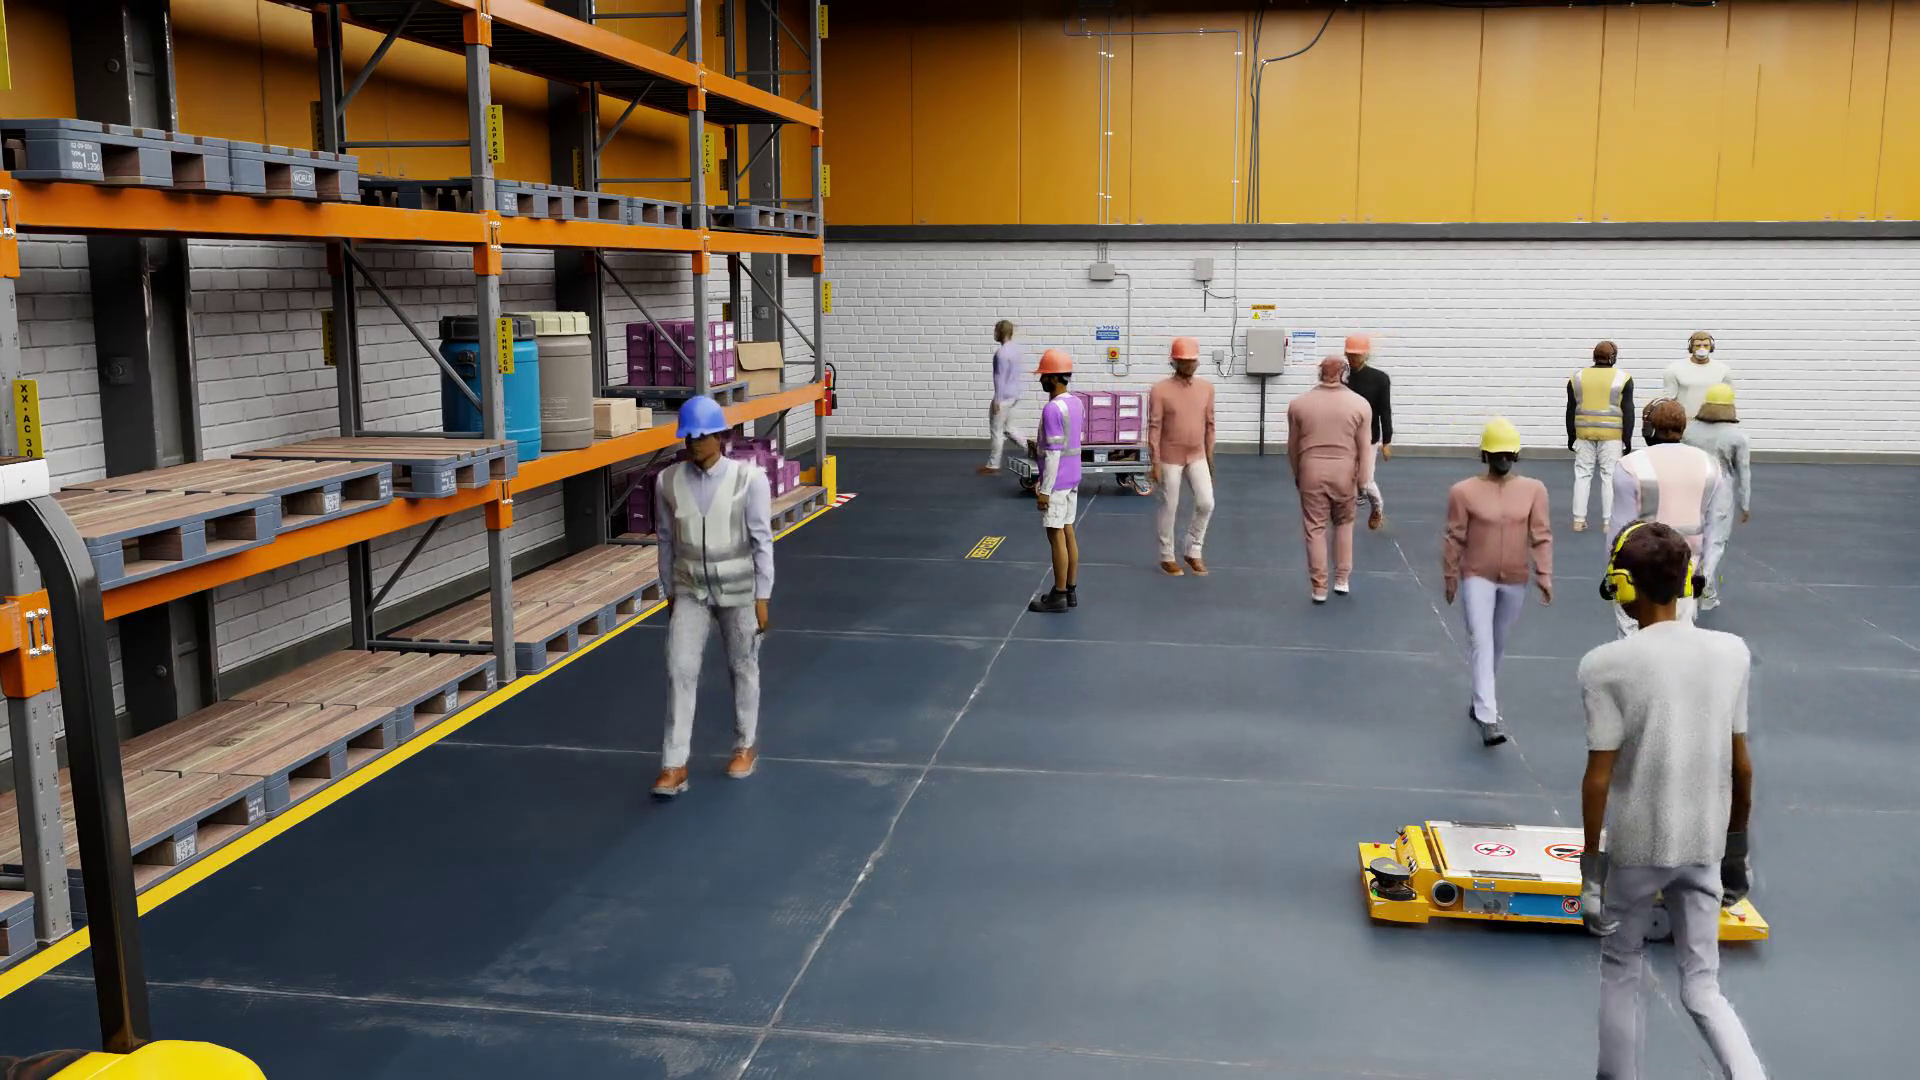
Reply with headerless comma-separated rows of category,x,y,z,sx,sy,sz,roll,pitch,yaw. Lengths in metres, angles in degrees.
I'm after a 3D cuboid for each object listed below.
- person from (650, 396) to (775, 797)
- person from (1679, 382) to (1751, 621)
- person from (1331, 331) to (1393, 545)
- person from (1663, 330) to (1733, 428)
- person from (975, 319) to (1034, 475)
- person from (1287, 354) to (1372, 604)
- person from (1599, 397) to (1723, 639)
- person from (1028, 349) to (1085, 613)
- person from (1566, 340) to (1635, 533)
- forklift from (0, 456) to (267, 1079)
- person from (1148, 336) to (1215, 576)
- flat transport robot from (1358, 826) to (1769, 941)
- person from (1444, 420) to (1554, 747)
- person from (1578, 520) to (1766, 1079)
person,-1.195,0.275,7.960,0.628,1.910,0.893,1,9,9
person,5.419,-0.285,12.030,0.494,1.707,0.836,9,13,43
person,3.667,-0.943,15.304,0.644,1.967,0.755,5,11,29
person,7.105,-1.057,16.082,0.629,1.940,0.377,2,9,11
person,0.565,-1.734,20.300,0.717,1.922,0.648,3,10,17
person,2.814,-0.477,12.698,0.633,1.873,0.742,2,9,13
person,3.696,0.162,8.861,0.635,1.842,0.429,-2,9,-13
person,0.706,-0.432,12.222,0.352,1.940,0.545,4,10,22
person,6.135,-0.986,15.941,0.627,1.843,0.429,7,12,37
forklift,-2.328,0.975,2.765,2.313,2.155,1.214,1,9,9
person,1.822,-0.666,13.553,0.648,1.971,0.587,-3,10,-20
flat transport robot,2.325,1.321,6.541,1.431,0.197,0.652,1,9,9
person,2.872,0.227,8.844,0.528,1.720,0.882,0,9,-2
person,1.948,0.879,4.491,0.558,1.836,0.801,0,9,-3
